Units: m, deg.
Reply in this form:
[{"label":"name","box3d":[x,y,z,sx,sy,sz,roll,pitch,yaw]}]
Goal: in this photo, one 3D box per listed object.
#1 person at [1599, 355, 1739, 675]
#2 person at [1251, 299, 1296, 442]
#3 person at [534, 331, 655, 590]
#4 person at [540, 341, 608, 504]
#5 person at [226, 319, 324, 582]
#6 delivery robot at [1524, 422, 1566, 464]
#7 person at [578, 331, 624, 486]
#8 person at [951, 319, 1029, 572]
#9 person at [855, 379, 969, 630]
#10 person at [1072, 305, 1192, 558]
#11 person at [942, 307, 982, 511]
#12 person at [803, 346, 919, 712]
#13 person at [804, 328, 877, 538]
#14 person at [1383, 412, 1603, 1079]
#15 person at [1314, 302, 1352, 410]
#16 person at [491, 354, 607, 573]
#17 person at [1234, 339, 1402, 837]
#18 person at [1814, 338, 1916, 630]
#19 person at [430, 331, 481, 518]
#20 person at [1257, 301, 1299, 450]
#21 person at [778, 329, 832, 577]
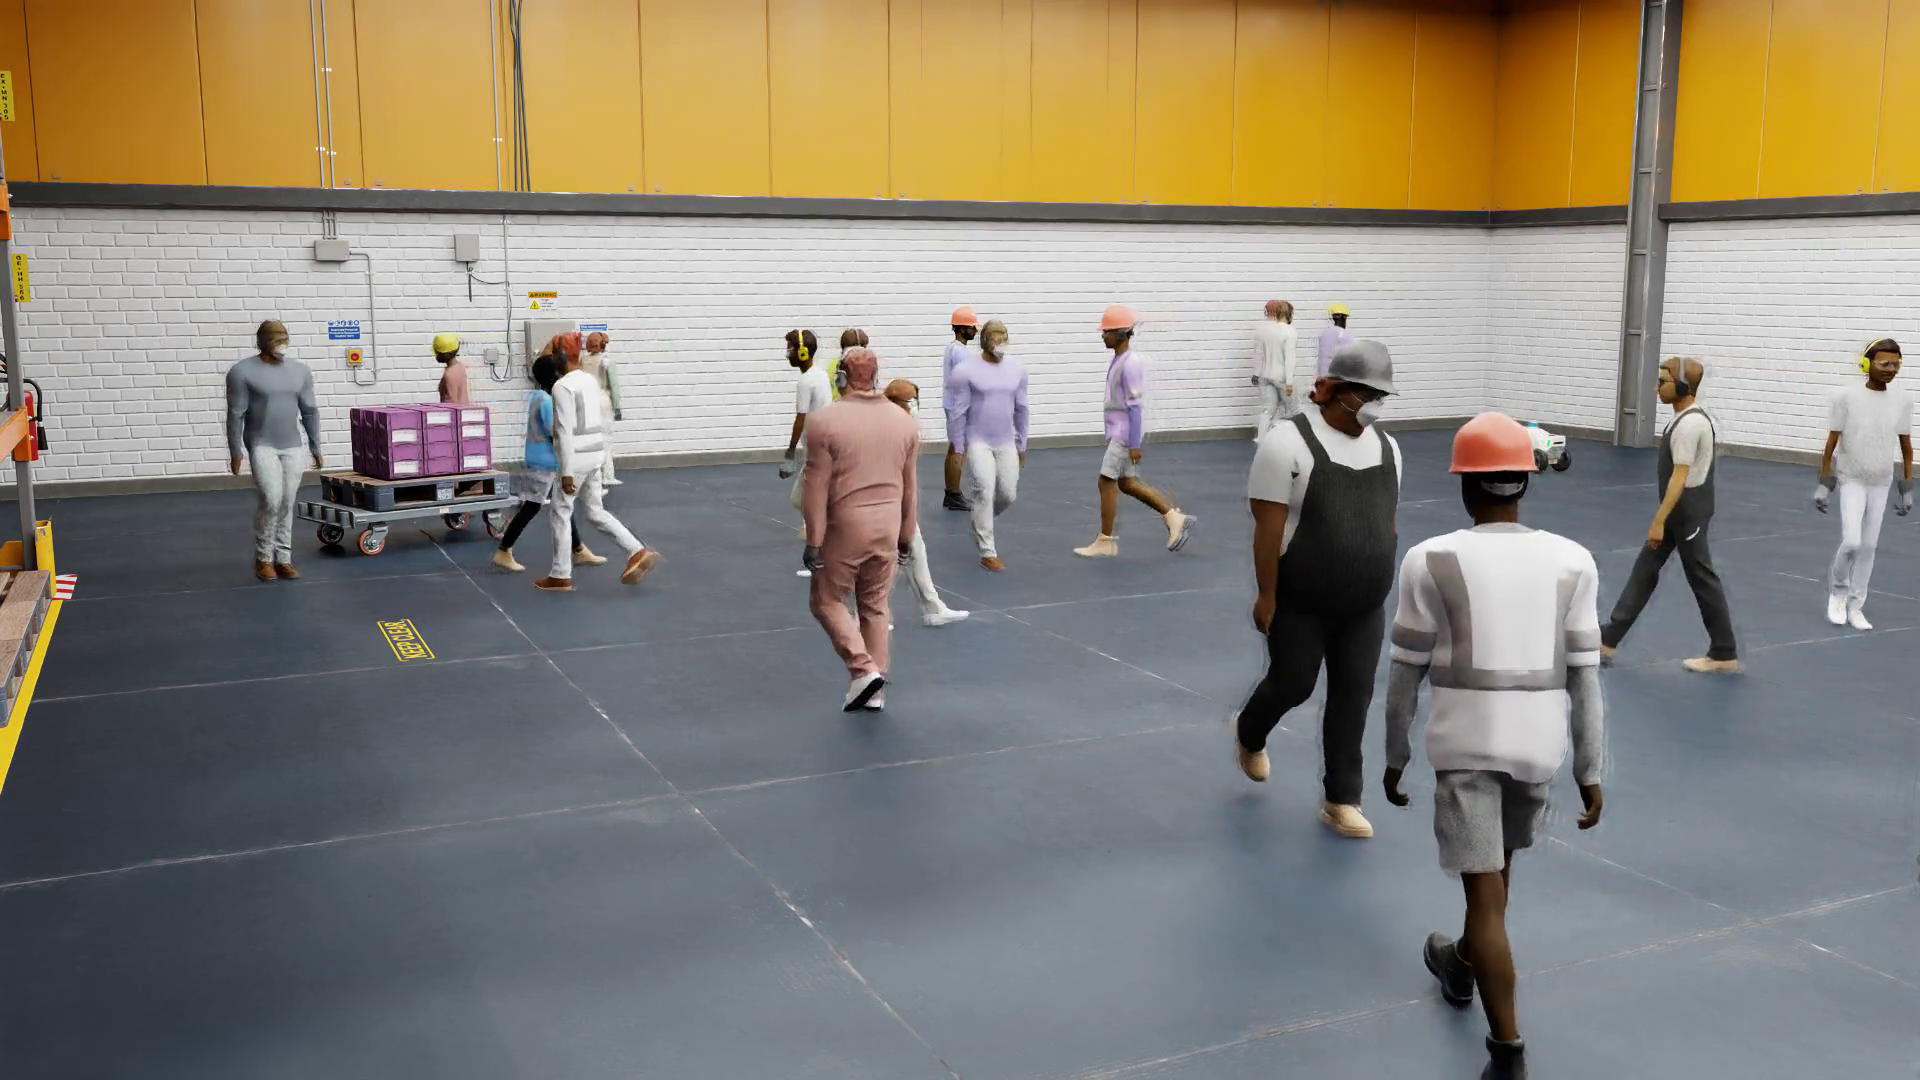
[{"label":"person","box3d":[3.977,-0.136,9.382,0.952,1.792,0.536,3,10,17]},{"label":"person","box3d":[4.139,-2.235,22.087,0.643,1.903,0.399,-4,10,-25]},{"label":"person","box3d":[-2.608,-0.548,11.776,0.827,1.856,0.608,2,9,14]},{"label":"person","box3d":[-3.867,-1.142,16.217,0.817,1.593,0.519,-5,11,-30]},{"label":"person","box3d":[-4.988,-0.647,12.160,0.496,1.920,0.654,7,12,38]},{"label":"delivery robot","box3d":[6.521,-1.105,18.949,0.477,0.478,0.707,-6,11,-33]},{"label":"person","box3d":[-3.825,-1.388,17.646,0.517,1.640,0.309,5,11,30]},{"label":"person","box3d":[0.203,-0.736,12.742,0.632,1.919,0.651,-4,10,-22]},{"label":"person","box3d":[-0.309,-0.206,10.427,0.799,1.592,0.503,1,9,7]},{"label":"person","box3d":[1.379,-0.843,13.142,0.892,2.016,0.604,0,9,0]},{"label":"person","box3d":[0.025,-1.252,15.871,0.374,1.935,0.552,-2,9,-10]},{"label":"person","box3d":[-0.508,-0.038,8.479,0.673,1.889,0.455,-7,11,-35]},{"label":"person","box3d":[-0.919,-0.885,14.050,0.963,1.795,0.641,-6,11,-34]},{"label":"person","box3d":[1.504,0.582,4.730,0.562,1.869,1.019,0,9,-2]},{"label":"person","box3d":[4.713,-2.105,21.339,0.817,1.894,0.588,-5,10,-26]},{"label":"person","box3d":[-3.159,-0.577,12.550,0.862,1.655,0.537,-3,10,-16]},{"label":"person","box3d":[1.477,0.149,6.862,0.703,2.000,0.778,-3,10,-19]},{"label":"person","box3d":[5.714,-0.341,10.490,0.554,1.848,0.419,1,9,5]},{"label":"person","box3d":[-4.569,-1.039,15.162,0.415,1.730,0.562,-1,9,-4]},{"label":"person","box3d":[3.969,-1.948,20.281,0.837,1.901,0.654,-5,10,-27]},{"label":"person","box3d":[-1.113,-0.626,12.273,0.469,1.845,0.531,1,9,5]}]
